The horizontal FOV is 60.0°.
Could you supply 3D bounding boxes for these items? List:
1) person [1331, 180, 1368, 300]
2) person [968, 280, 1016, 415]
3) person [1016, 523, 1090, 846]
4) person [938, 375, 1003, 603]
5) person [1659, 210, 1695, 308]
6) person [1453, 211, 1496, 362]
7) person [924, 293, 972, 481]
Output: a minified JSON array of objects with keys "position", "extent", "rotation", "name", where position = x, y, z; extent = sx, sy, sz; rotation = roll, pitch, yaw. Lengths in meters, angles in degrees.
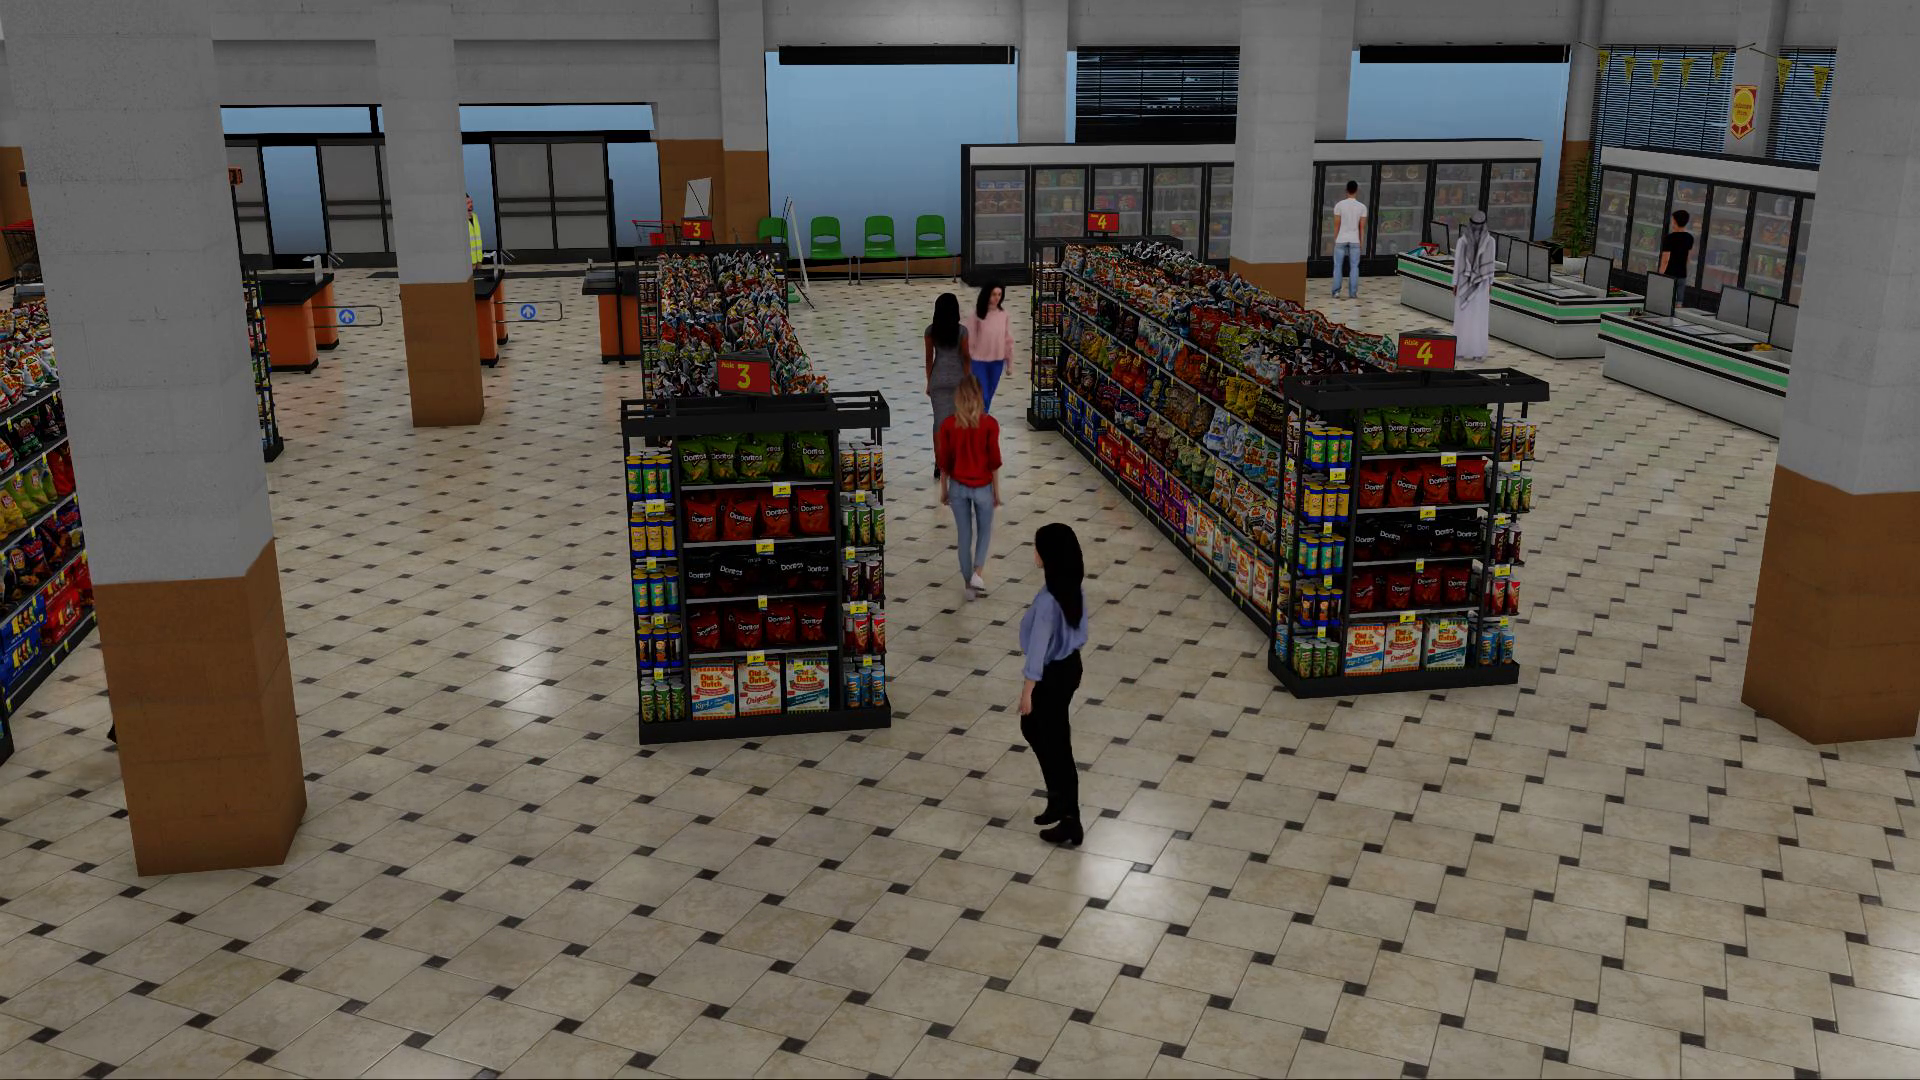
[{"position":[6.205,-4.803,26.616],"extent":[0.732,1.860,0.683],"rotation":[2,17,7],"name":"person"},{"position":[0.246,-1.761,16.823],"extent":[0.773,1.728,1.058],"rotation":[-5,18,-17],"name":"person"},{"position":[0.574,0.768,8.484],"extent":[0.847,1.734,0.751],"rotation":[7,18,22],"name":"person"},{"position":[0.075,-0.349,12.222],"extent":[0.688,1.700,0.664],"rotation":[1,17,4],"name":"person"},{"position":[9.624,-3.522,22.420],"extent":[0.704,1.846,0.629],"rotation":[-7,18,-21],"name":"person"},{"position":[6.635,-3.284,21.500],"extent":[0.764,1.927,0.755],"rotation":[3,17,9],"name":"person"},{"position":[-0.108,-1.448,15.701],"extent":[0.640,1.781,0.612],"rotation":[2,17,7],"name":"person"}]
